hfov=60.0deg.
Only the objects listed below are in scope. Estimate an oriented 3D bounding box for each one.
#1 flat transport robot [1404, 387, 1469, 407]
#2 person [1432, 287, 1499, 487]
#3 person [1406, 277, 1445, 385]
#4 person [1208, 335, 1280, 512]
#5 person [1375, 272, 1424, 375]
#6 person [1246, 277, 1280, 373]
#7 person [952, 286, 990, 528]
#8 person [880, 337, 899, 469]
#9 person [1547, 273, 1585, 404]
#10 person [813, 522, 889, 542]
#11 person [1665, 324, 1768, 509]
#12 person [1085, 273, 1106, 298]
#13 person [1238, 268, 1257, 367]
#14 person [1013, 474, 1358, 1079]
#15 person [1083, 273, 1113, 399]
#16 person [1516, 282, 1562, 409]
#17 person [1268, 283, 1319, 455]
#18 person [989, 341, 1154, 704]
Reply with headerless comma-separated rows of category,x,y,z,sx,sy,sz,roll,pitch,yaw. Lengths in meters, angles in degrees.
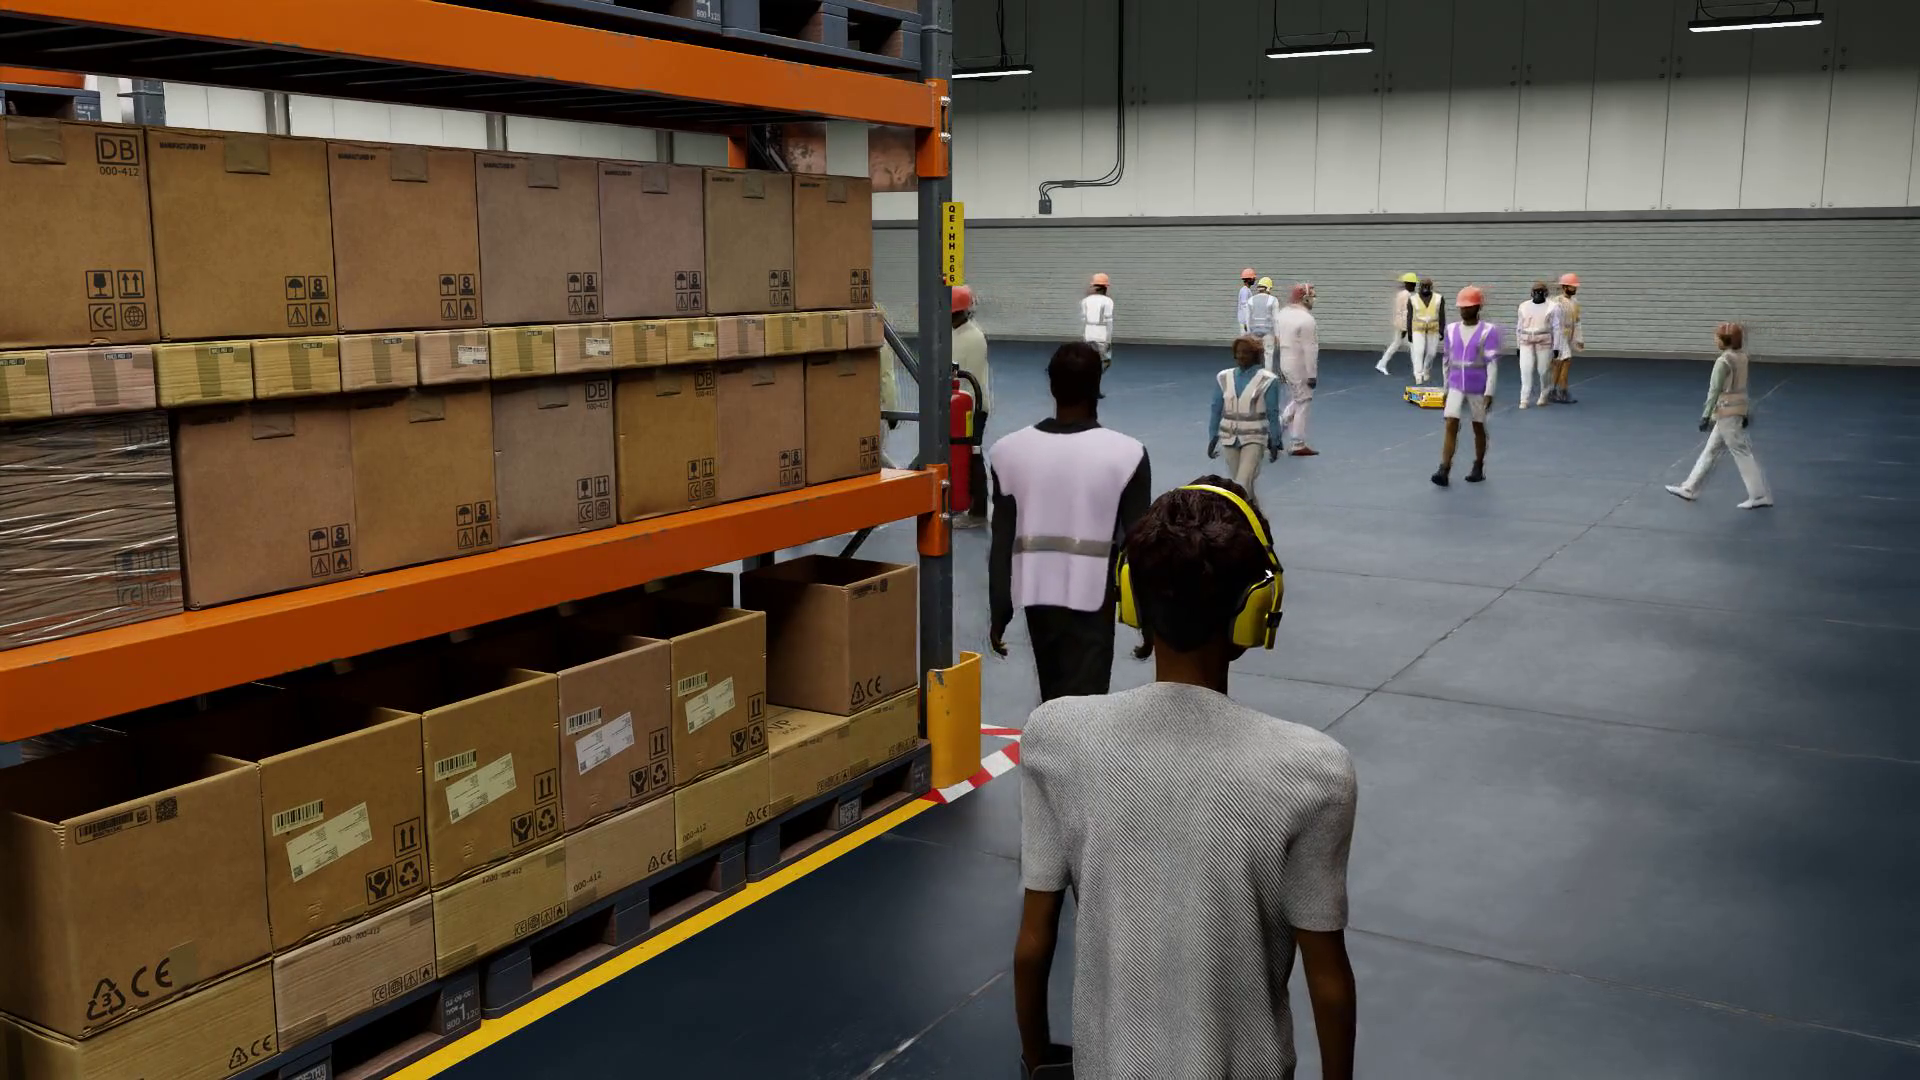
flat transport robot,6.957,-2.100,24.308,0.652,0.197,1.431,1,10,4
person,4.810,-1.450,15.783,0.567,1.882,0.978,7,12,37
person,7.917,-3.559,28.332,0.634,1.818,0.722,1,10,8
person,2.145,-0.739,12.453,0.521,1.604,0.851,7,12,36
person,8.110,-3.950,30.411,0.950,1.891,0.586,0,10,-2
person,5.075,-3.468,27.787,0.588,1.822,0.403,7,12,34
person,-0.007,-1.040,13.197,0.588,1.950,0.645,-4,10,-22
person,-0.743,-1.090,13.936,0.553,1.796,0.632,-7,12,-35
person,8.996,-2.955,24.493,0.561,1.910,0.745,-7,12,-37
person,-0.917,-0.826,12.657,0.871,1.699,0.497,-2,10,-14
person,6.643,-1.077,14.455,0.913,1.585,0.530,9,13,42
person,3.272,-5.541,40.087,0.533,1.767,0.327,3,10,15
person,5.421,-4.148,31.416,0.349,1.942,0.545,2,10,9
person,0.331,0.835,2.449,0.531,1.870,0.317,4,10,22
person,2.078,-3.069,25.184,0.541,1.922,0.518,8,13,39
person,8.339,-2.799,23.959,0.633,1.830,0.831,6,12,33
person,3.696,-1.856,18.147,0.466,1.888,0.664,-3,10,-15
person,0.388,0.229,5.986,0.605,1.884,0.957,4,10,21
